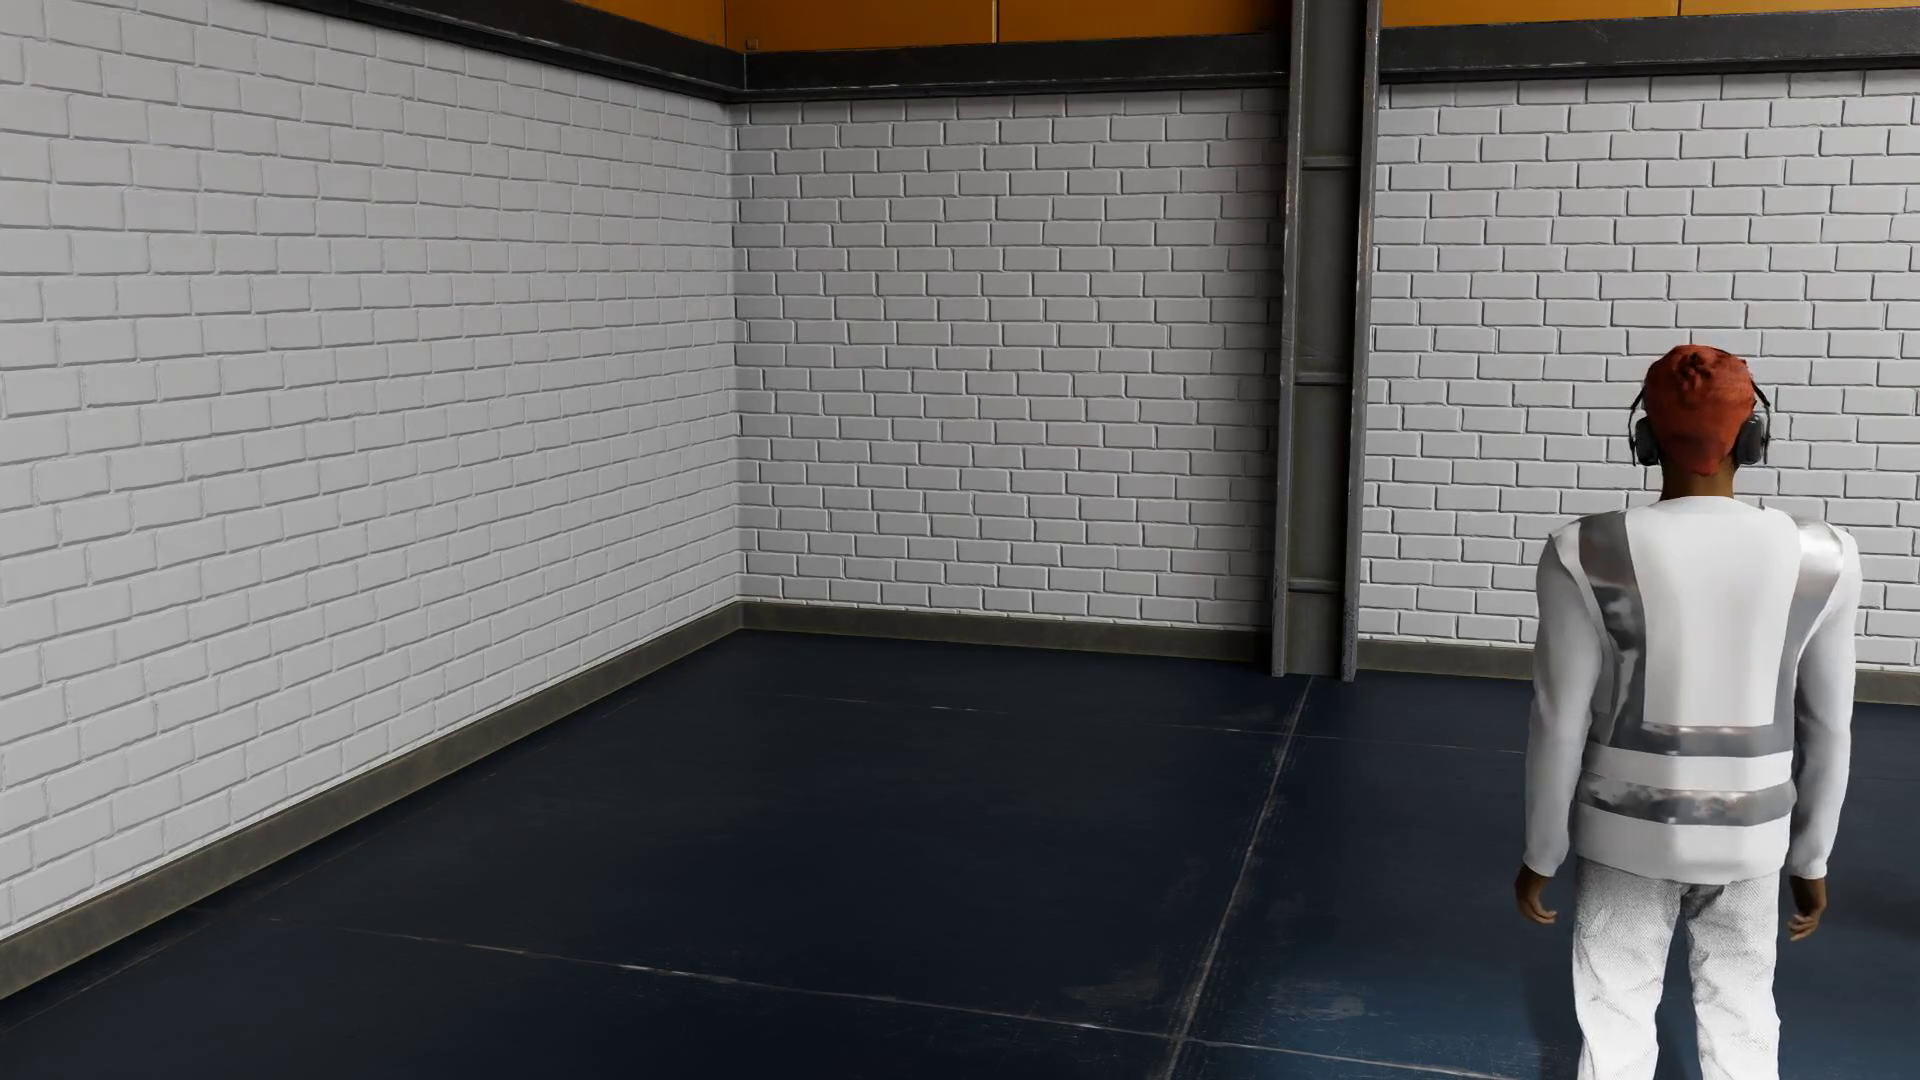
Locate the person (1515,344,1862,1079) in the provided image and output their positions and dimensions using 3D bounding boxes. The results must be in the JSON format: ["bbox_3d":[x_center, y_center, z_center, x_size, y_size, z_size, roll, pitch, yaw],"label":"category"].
[{"bbox_3d":[1.345,0.579,3.126,0.578,1.881,0.346,1,9,6],"label":"person"}]
